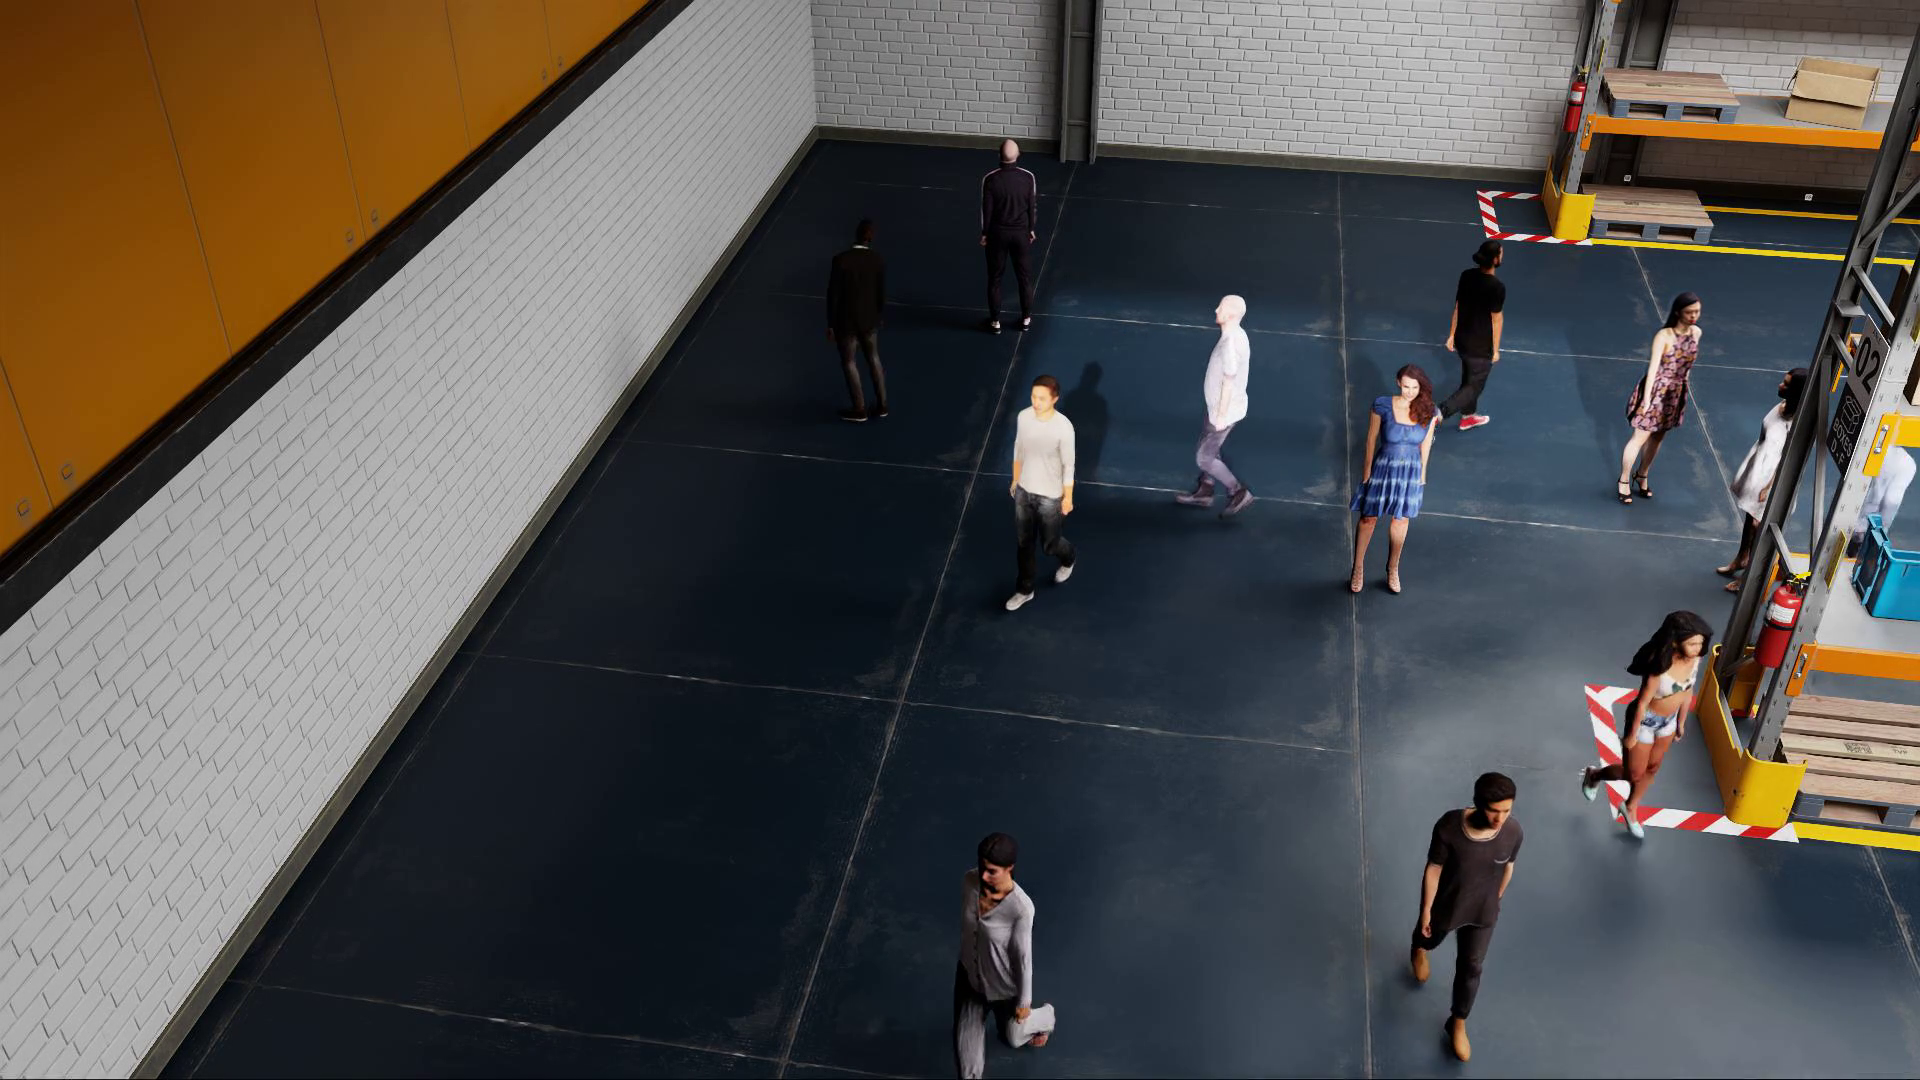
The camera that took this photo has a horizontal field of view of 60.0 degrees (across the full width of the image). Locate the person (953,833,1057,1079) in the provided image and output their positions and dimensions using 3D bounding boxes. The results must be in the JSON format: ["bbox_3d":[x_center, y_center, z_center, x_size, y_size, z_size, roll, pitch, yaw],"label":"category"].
[{"bbox_3d":[0.217,2.067,8.062,1.075,1.745,0.978,23,40,31],"label":"person"}]

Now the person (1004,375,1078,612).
[{"bbox_3d":[0.621,-0.372,11.683,1.002,1.799,0.985,25,41,32],"label":"person"}]

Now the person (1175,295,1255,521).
[{"bbox_3d":[2.050,-0.980,12.578,0.804,1.821,0.687,6,34,8],"label":"person"}]

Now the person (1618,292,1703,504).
[{"bbox_3d":[5.401,-1.088,12.783,0.777,1.773,0.857,-13,36,-18],"label":"person"}]

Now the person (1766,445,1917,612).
[{"bbox_3d":[5.974,-0.090,11.198,1.105,1.867,0.955,-11,35,-16],"label":"person"}]

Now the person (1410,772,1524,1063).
[{"bbox_3d":[2.545,1.787,8.531,0.986,1.693,0.721,3,34,5],"label":"person"}]

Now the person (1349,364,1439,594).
[{"bbox_3d":[3.060,-0.421,11.751,0.552,1.806,0.758,1,34,1],"label":"person"}]

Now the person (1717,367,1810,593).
[{"bbox_3d":[5.726,-0.427,11.788,0.609,1.775,0.628,6,34,9],"label":"person"}]

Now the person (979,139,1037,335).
[{"bbox_3d":[0.446,-2.774,15.264,0.636,1.836,0.806,-5,34,-7],"label":"person"}]

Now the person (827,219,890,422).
[{"bbox_3d":[-0.875,-1.808,13.860,0.838,1.781,0.767,26,42,34],"label":"person"}]

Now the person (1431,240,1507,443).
[{"bbox_3d":[4.147,-1.587,13.564,1.136,1.741,0.973,-14,36,-20],"label":"person"}]

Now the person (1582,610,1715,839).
[{"bbox_3d":[3.990,1.037,9.734,0.780,1.610,0.825,-17,37,-24],"label":"person"}]
